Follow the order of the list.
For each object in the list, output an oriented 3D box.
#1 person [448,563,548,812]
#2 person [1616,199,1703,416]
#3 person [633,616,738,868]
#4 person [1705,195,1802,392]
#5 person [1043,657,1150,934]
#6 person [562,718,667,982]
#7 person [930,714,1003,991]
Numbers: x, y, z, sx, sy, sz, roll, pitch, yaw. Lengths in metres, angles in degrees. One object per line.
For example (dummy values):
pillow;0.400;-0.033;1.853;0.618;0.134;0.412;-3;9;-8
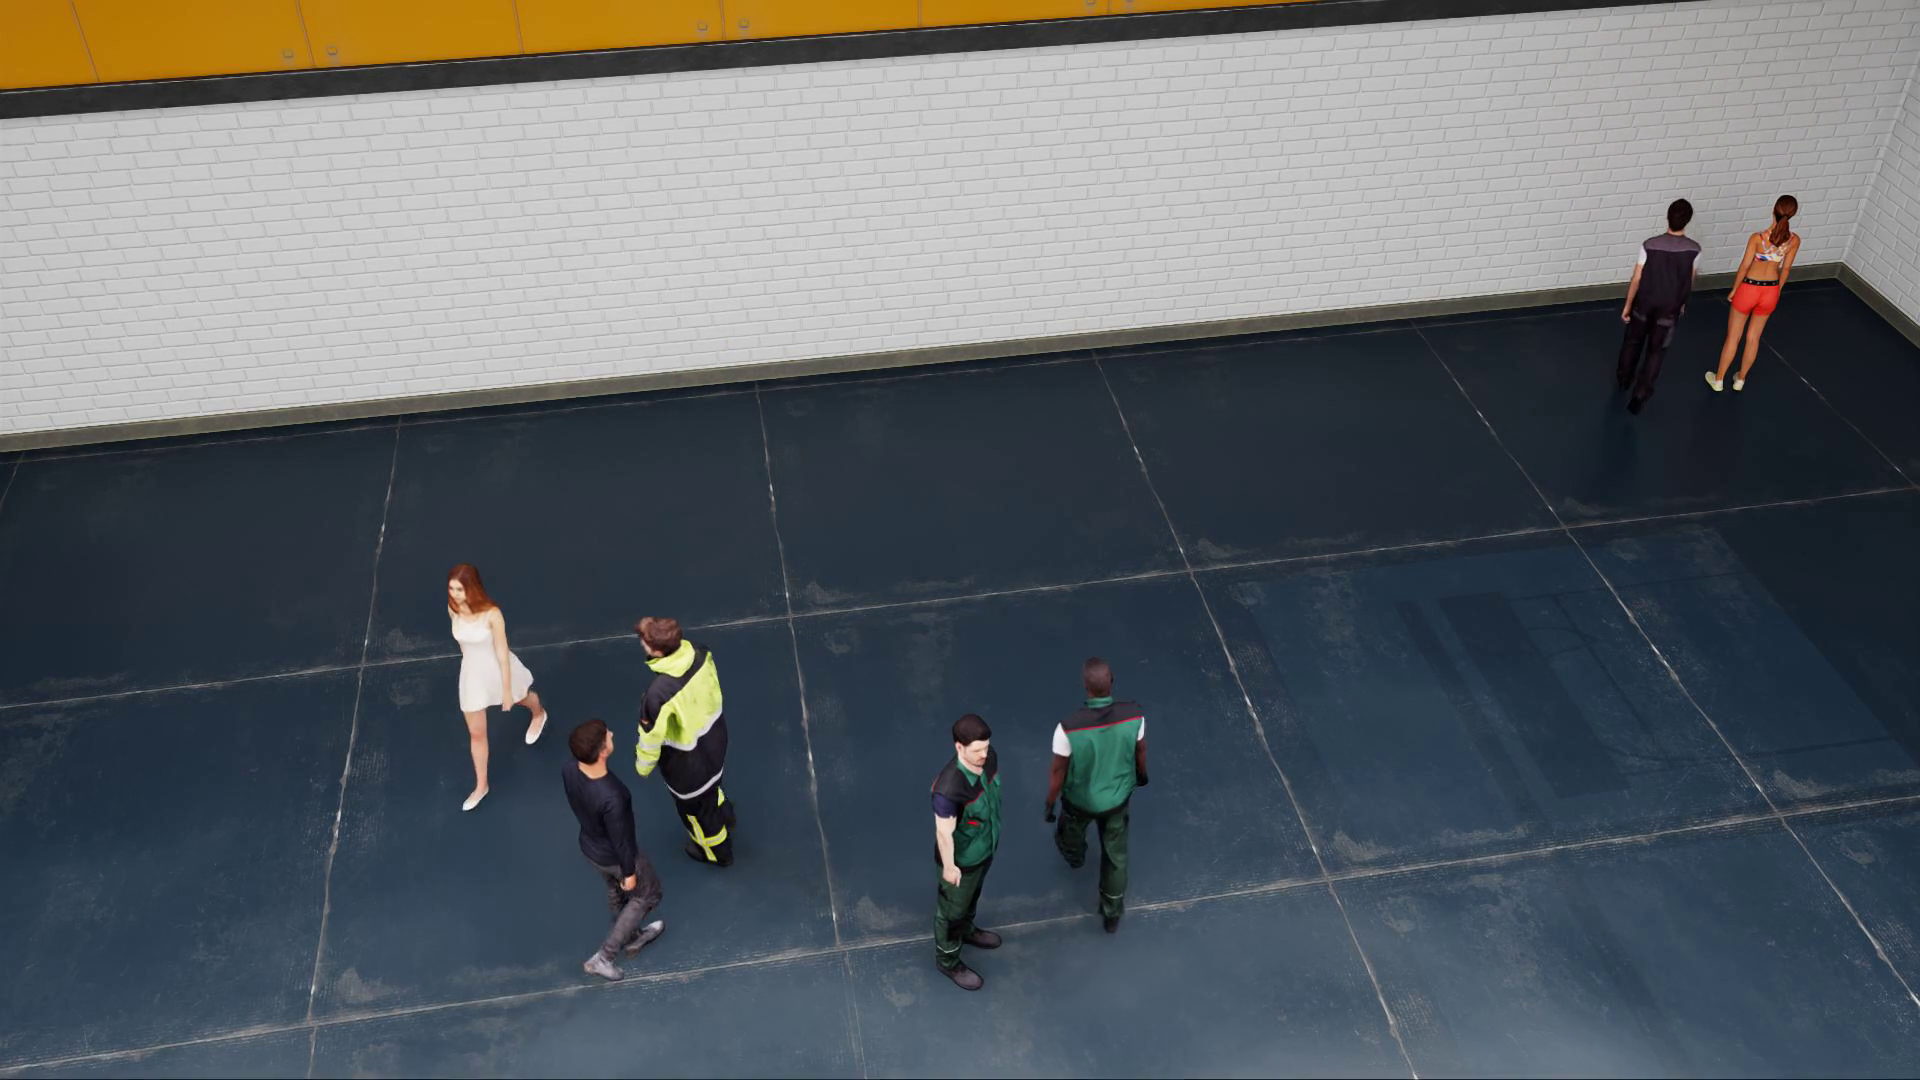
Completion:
person;-2.883;0.783;10.425;0.935;1.663;1.233;11;40;13
person;5.710;-1.873;13.620;0.975;1.825;1.127;15;41;17
person;-1.505;1.222;9.641;0.959;1.953;0.842;15;41;18
person;6.636;-2.041;13.857;0.631;1.792;0.643;4;39;5
person;0.793;1.504;9.419;0.826;1.791;1.010;-5;39;-6
person;-1.966;1.733;9.078;0.920;1.858;0.952;30;48;32
person;0.020;1.668;9.126;0.828;1.899;0.725;16;41;19
